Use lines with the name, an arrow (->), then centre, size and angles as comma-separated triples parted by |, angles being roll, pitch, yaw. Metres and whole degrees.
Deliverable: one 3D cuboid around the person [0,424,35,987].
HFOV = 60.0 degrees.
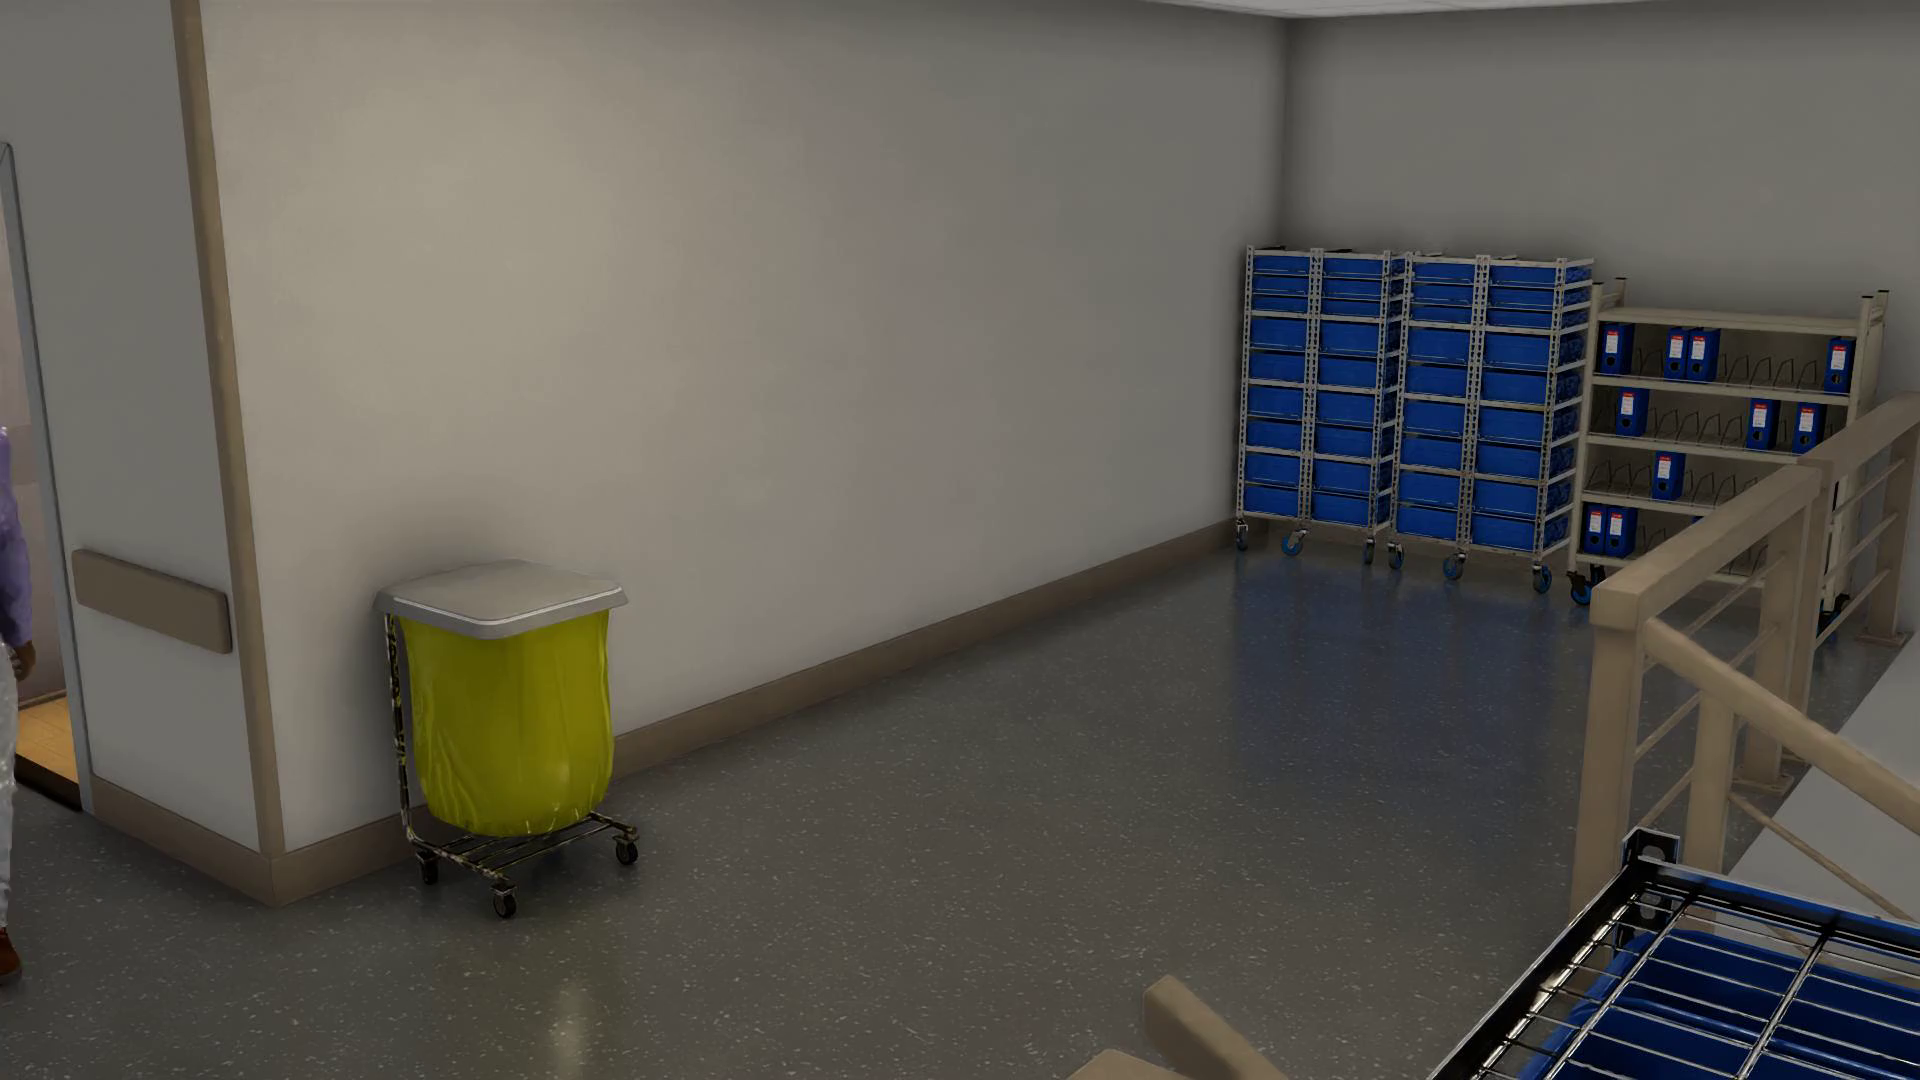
person -> -2.823, 0.328, 4.479 | 0.648, 1.924, 0.514 | -10, 17, -36
